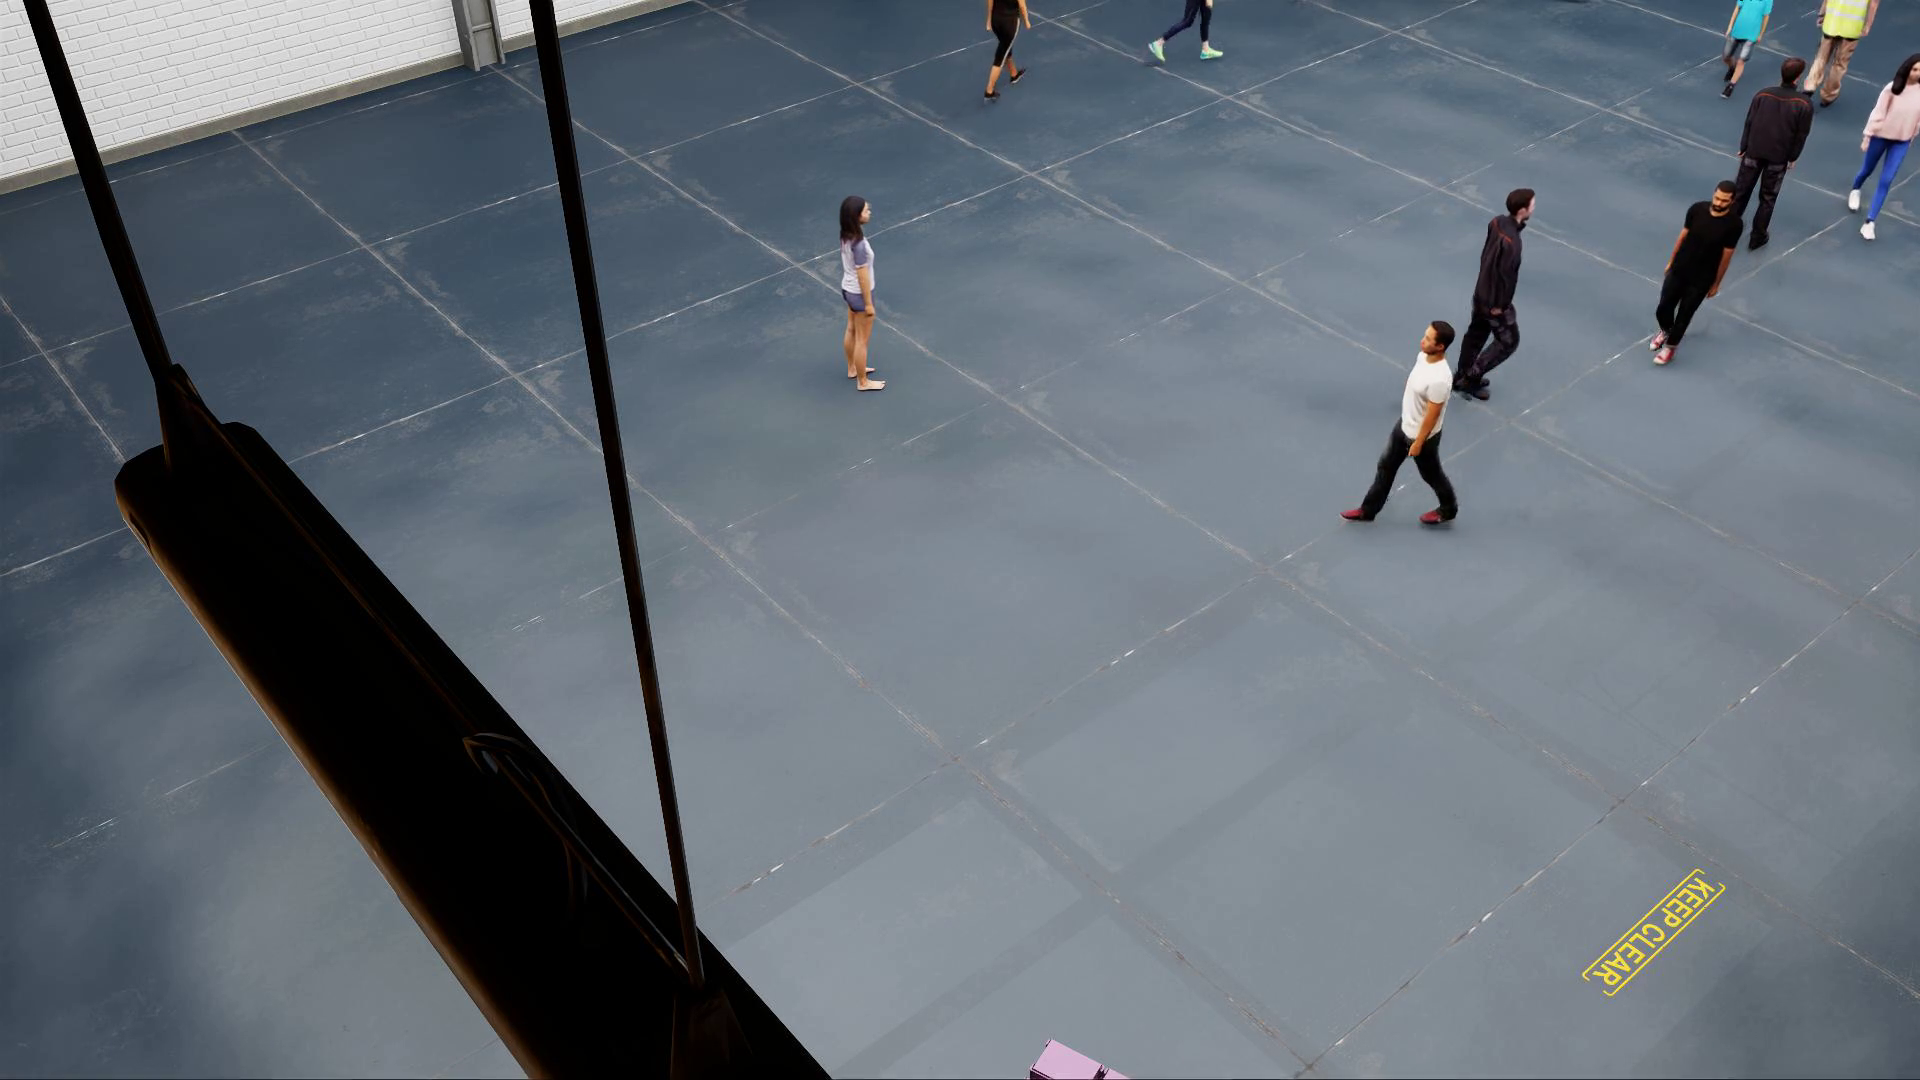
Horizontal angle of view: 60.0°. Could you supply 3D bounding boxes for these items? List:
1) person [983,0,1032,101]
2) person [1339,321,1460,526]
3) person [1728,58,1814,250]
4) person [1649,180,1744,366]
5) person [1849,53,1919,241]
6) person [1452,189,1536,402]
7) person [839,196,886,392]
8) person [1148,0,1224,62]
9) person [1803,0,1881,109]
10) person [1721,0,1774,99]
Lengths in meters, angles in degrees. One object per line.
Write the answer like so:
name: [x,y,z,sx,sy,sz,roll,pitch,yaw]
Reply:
person: [0.458,-5.677,18.405,0.702,1.623,1.140,28,46,31]
person: [3.465,-0.797,12.184,1.227,1.761,1.056,-3,39,-4]
person: [7.612,-3.641,15.682,0.772,1.840,0.669,23,44,26]
person: [6.250,-2.292,14.072,0.719,1.741,0.719,-31,48,-33]
person: [8.938,-3.865,16.055,1.095,1.725,1.271,10,40,12]
person: [4.283,-1.983,13.560,0.867,1.896,0.833,-6,39,-7]
person: [-0.842,-2.055,13.781,0.615,1.733,0.646,-13,40,-16]
person: [2.635,-6.292,19.138,1.206,1.670,1.044,-2,39,-3]
person: [9.596,-5.582,18.122,0.781,1.828,0.826,28,46,31]
person: [8.801,-5.707,18.588,0.611,1.442,0.810,27,46,30]
